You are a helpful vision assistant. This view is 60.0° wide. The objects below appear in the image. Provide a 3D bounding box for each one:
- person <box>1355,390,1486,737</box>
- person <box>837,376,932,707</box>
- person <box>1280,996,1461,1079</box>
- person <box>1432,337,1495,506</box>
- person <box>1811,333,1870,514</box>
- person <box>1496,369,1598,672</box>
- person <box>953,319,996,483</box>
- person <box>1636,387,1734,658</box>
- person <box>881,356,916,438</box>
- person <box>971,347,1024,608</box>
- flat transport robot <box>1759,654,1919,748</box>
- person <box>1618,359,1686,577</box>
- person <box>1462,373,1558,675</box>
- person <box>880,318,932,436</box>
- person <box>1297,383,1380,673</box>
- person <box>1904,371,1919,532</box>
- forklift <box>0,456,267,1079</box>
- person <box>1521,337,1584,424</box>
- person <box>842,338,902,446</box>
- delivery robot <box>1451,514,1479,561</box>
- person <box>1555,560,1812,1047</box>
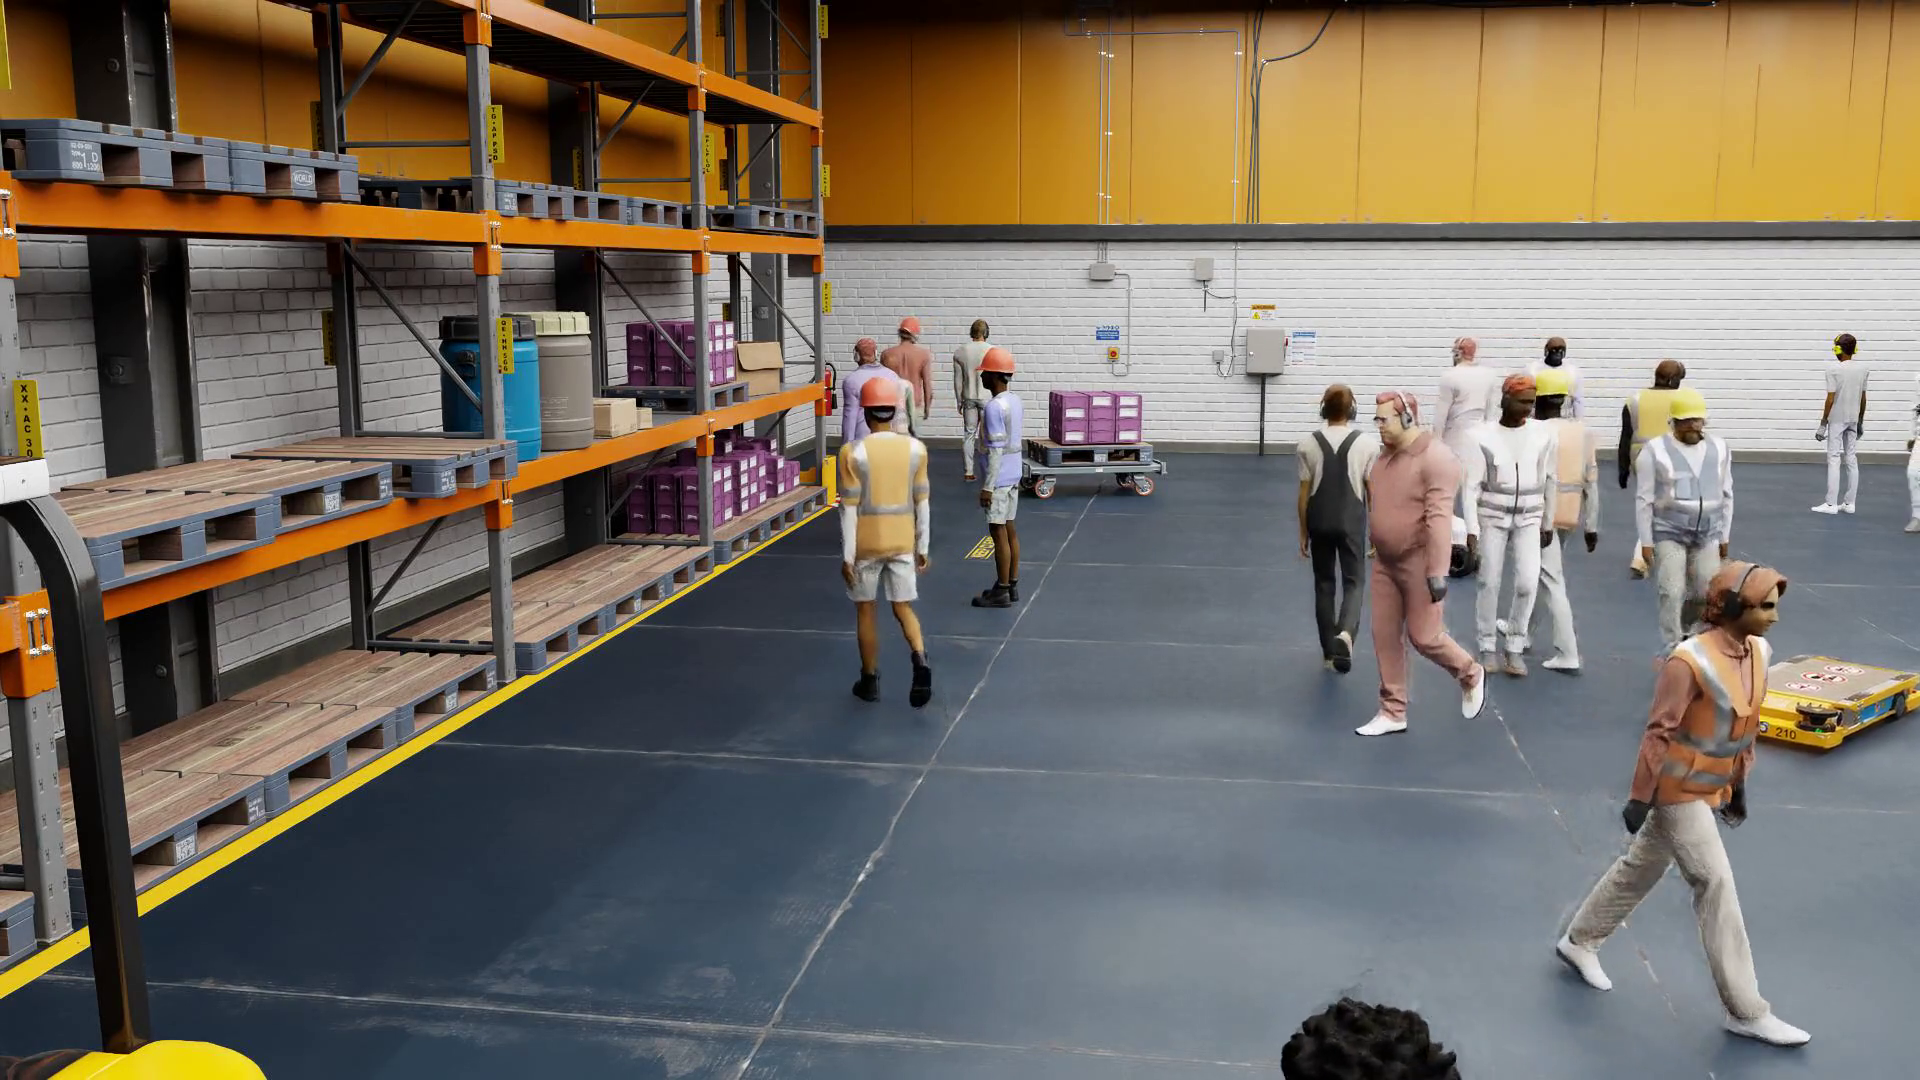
[{"bbox_3d":[2.489,0.122,9.005,0.703,1.877,0.668,-4,10,-25],"label":"person"},{"bbox_3d":[-0.415,0.028,9.485,0.550,1.918,0.747,-4,10,-23],"label":"person"},{"bbox_3d":[0.516,1.358,2.075,0.537,1.640,0.903,4,10,24],"label":"person"},{"bbox_3d":[4.940,-1.052,16.268,0.647,1.871,0.949,-6,11,-33],"label":"person"},{"bbox_3d":[9.100,-1.197,17.180,0.519,1.865,0.326,-2,9,-11],"label":"person"},{"bbox_3d":[3.722,-0.139,10.609,0.596,1.876,0.990,-4,10,-21],"label":"person"},{"bbox_3d":[0.231,-1.631,19.633,0.629,1.936,0.373,4,10,22],"label":"person"},{"bbox_3d":[4.451,-0.048,10.269,0.601,1.808,0.535,0,9,-1],"label":"person"},{"bbox_3d":[-0.757,-1.184,17.907,0.536,1.586,0.856,-5,10,-26],"label":"person"},{"bbox_3d":[0.281,-0.463,12.406,0.348,1.943,0.543,3,10,19],"label":"person"},{"bbox_3d":[4.795,0.876,9.289,1.431,0.197,0.652,-8,12,-41],"label":"flat transport robot"},{"bbox_3d":[5.767,-0.598,13.769,0.617,1.791,1.012,9,13,44],"label":"person"},{"bbox_3d":[3.380,-0.081,10.236,0.597,1.871,0.561,1,9,8],"label":"person"},{"bbox_3d":[-0.670,-1.609,19.454,0.689,1.952,0.701,-1,9,-5],"label":"person"},{"bbox_3d":[2.308,-0.047,10.217,0.529,1.825,0.614,3,10,18],"label":"person"},{"bbox_3d":[9.260,-0.967,15.760,0.575,1.861,0.603,-7,12,-37],"label":"person"},{"bbox_3d":[-2.328,0.975,2.765,2.313,2.155,1.214,1,9,9],"label":"forklift"},{"bbox_3d":[6.140,-1.189,17.267,0.649,1.811,0.846,2,9,11],"label":"person"},{"bbox_3d":[-0.837,-0.883,15.128,0.637,1.902,0.406,-8,12,-40],"label":"person"},{"bbox_3d":[3.999,-0.052,13.848,0.707,0.478,0.477,7,11,35],"label":"delivery robot"},{"bbox_3d":[2.411,0.829,5.570,0.508,1.578,0.888,-9,13,-43],"label":"person"}]
